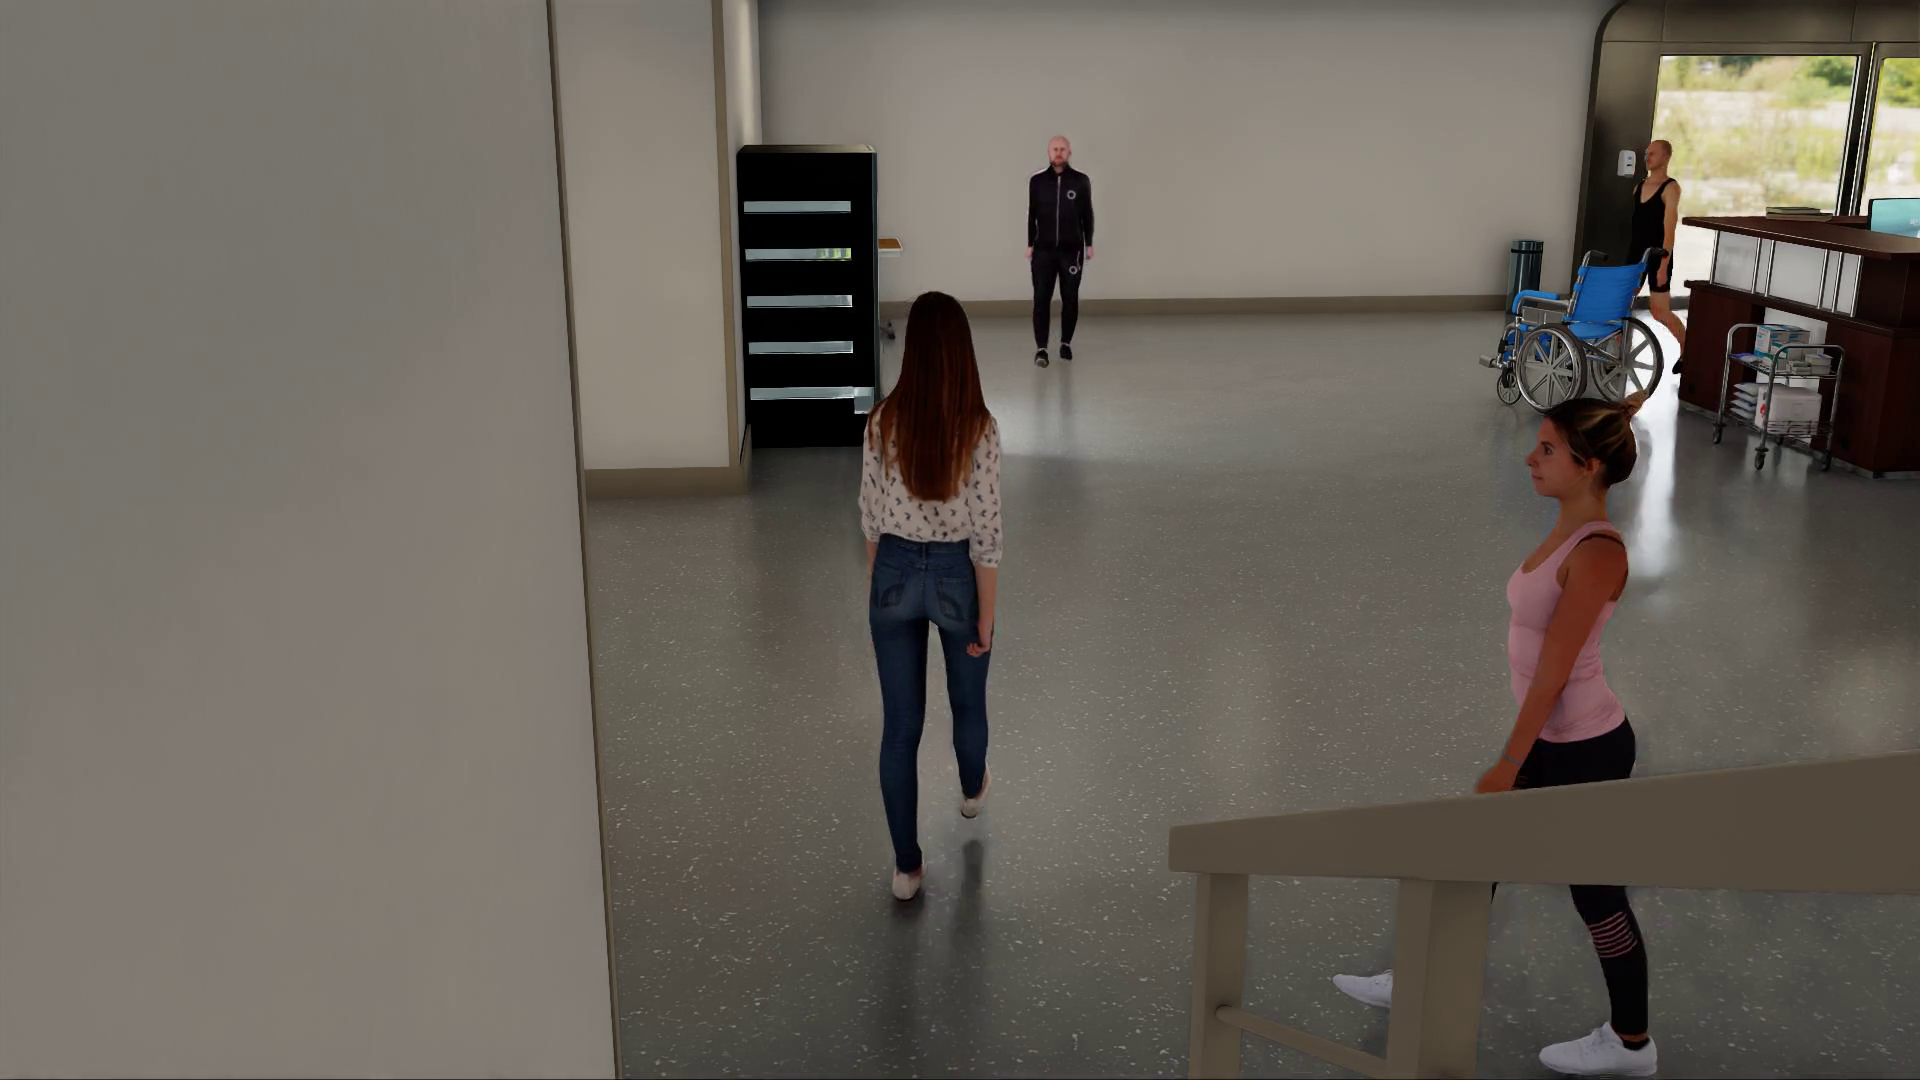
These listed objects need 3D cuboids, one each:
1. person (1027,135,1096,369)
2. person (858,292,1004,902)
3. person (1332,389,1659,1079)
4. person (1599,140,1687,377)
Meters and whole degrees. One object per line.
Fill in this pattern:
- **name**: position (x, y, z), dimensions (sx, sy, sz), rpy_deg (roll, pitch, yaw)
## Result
- **person**: position (0.801, -2.285, 13.305), dimensions (0.842, 1.788, 1.174), rpy_deg (1, 16, 5)
- **person**: position (-0.103, 0.195, 4.683), dimensions (0.747, 1.692, 1.101), rpy_deg (2, 16, 7)
- **person**: position (1.469, 0.490, 3.787), dimensions (0.787, 1.610, 0.963), rpy_deg (2, 16, 6)
- **person**: position (5.353, -2.112, 12.690), dimensions (0.919, 1.787, 1.123), rpy_deg (-5, 17, -18)
